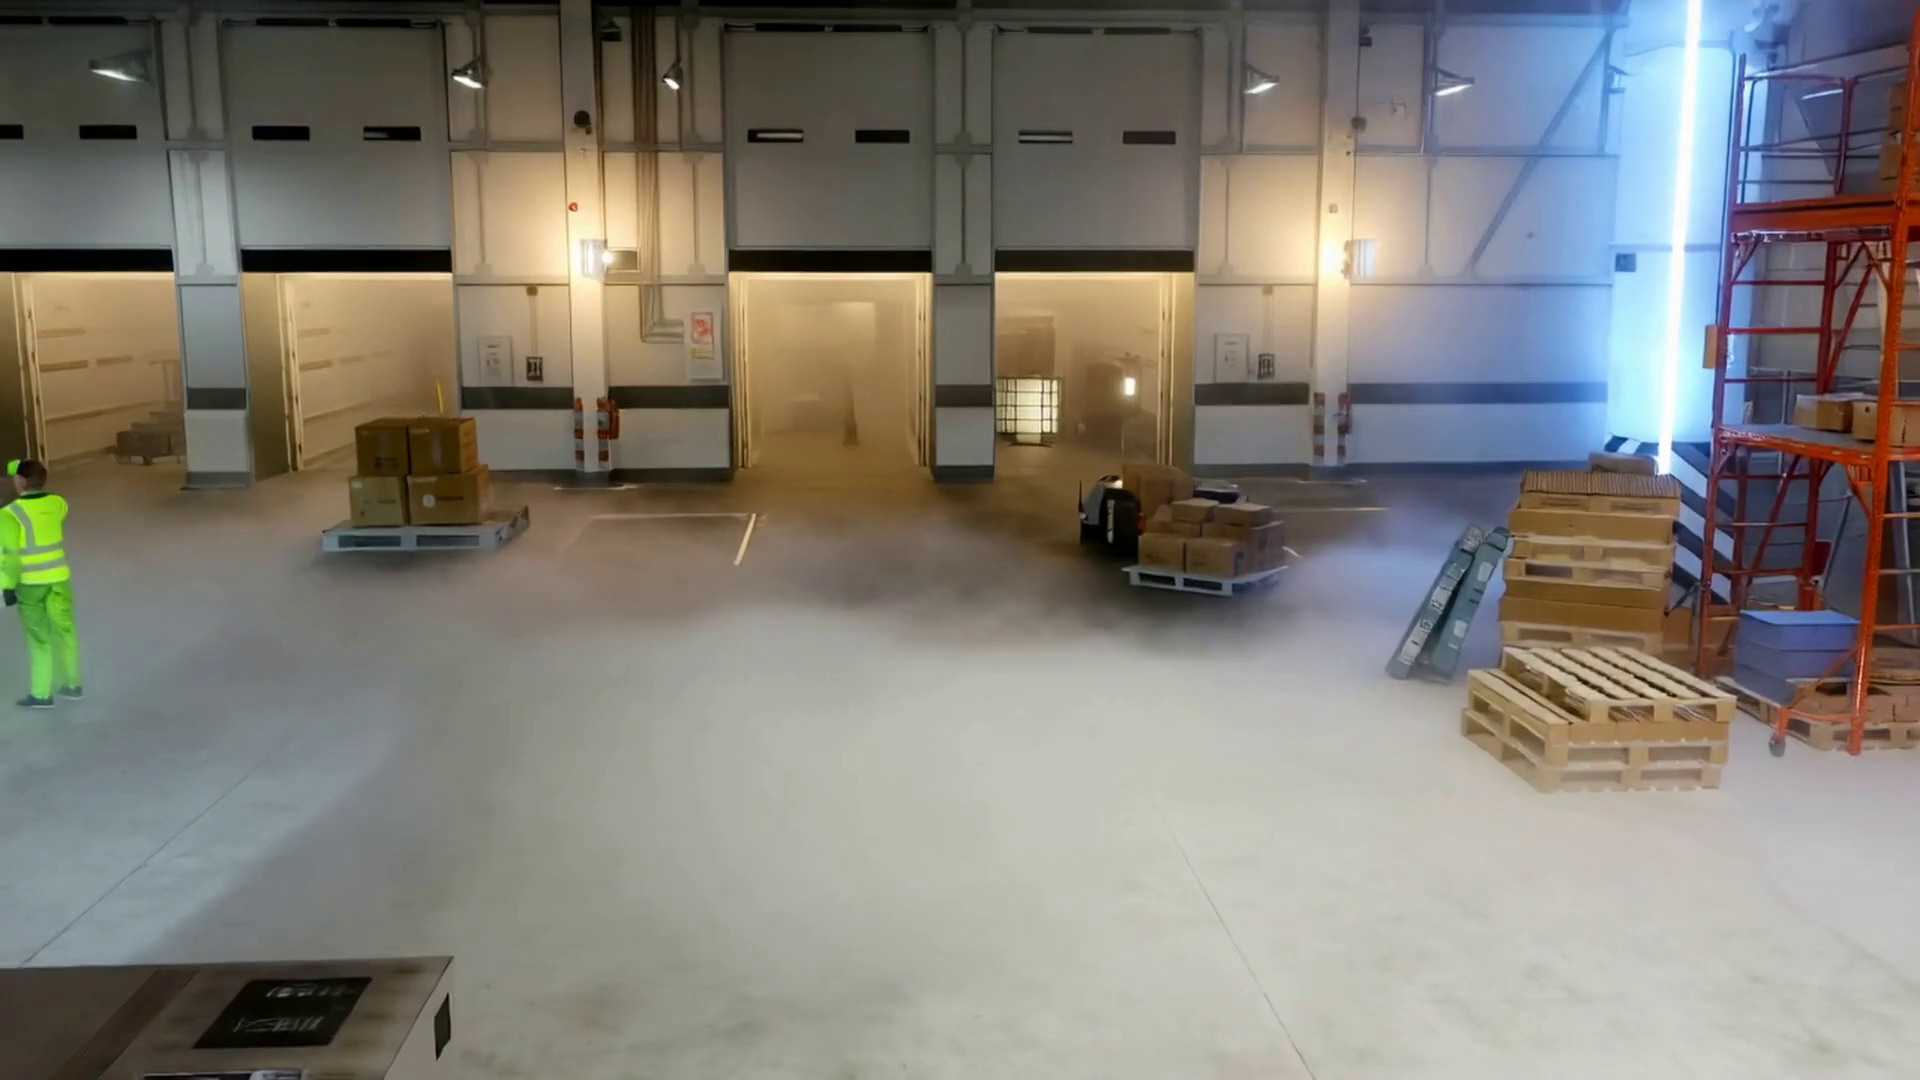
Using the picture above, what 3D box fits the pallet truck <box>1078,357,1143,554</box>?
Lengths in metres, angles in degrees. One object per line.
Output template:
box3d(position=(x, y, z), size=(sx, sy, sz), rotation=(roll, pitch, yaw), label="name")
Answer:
box3d(position=(2.088, -0.836, 16.757), size=(1.885, 1.965, 0.823), rotation=(2, 9, 13), label="pallet truck")

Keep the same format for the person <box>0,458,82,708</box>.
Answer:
box3d(position=(-6.013, 0.280, 10.872), size=(0.313, 1.639, 0.517), rotation=(3, 10, 20), label="person")
